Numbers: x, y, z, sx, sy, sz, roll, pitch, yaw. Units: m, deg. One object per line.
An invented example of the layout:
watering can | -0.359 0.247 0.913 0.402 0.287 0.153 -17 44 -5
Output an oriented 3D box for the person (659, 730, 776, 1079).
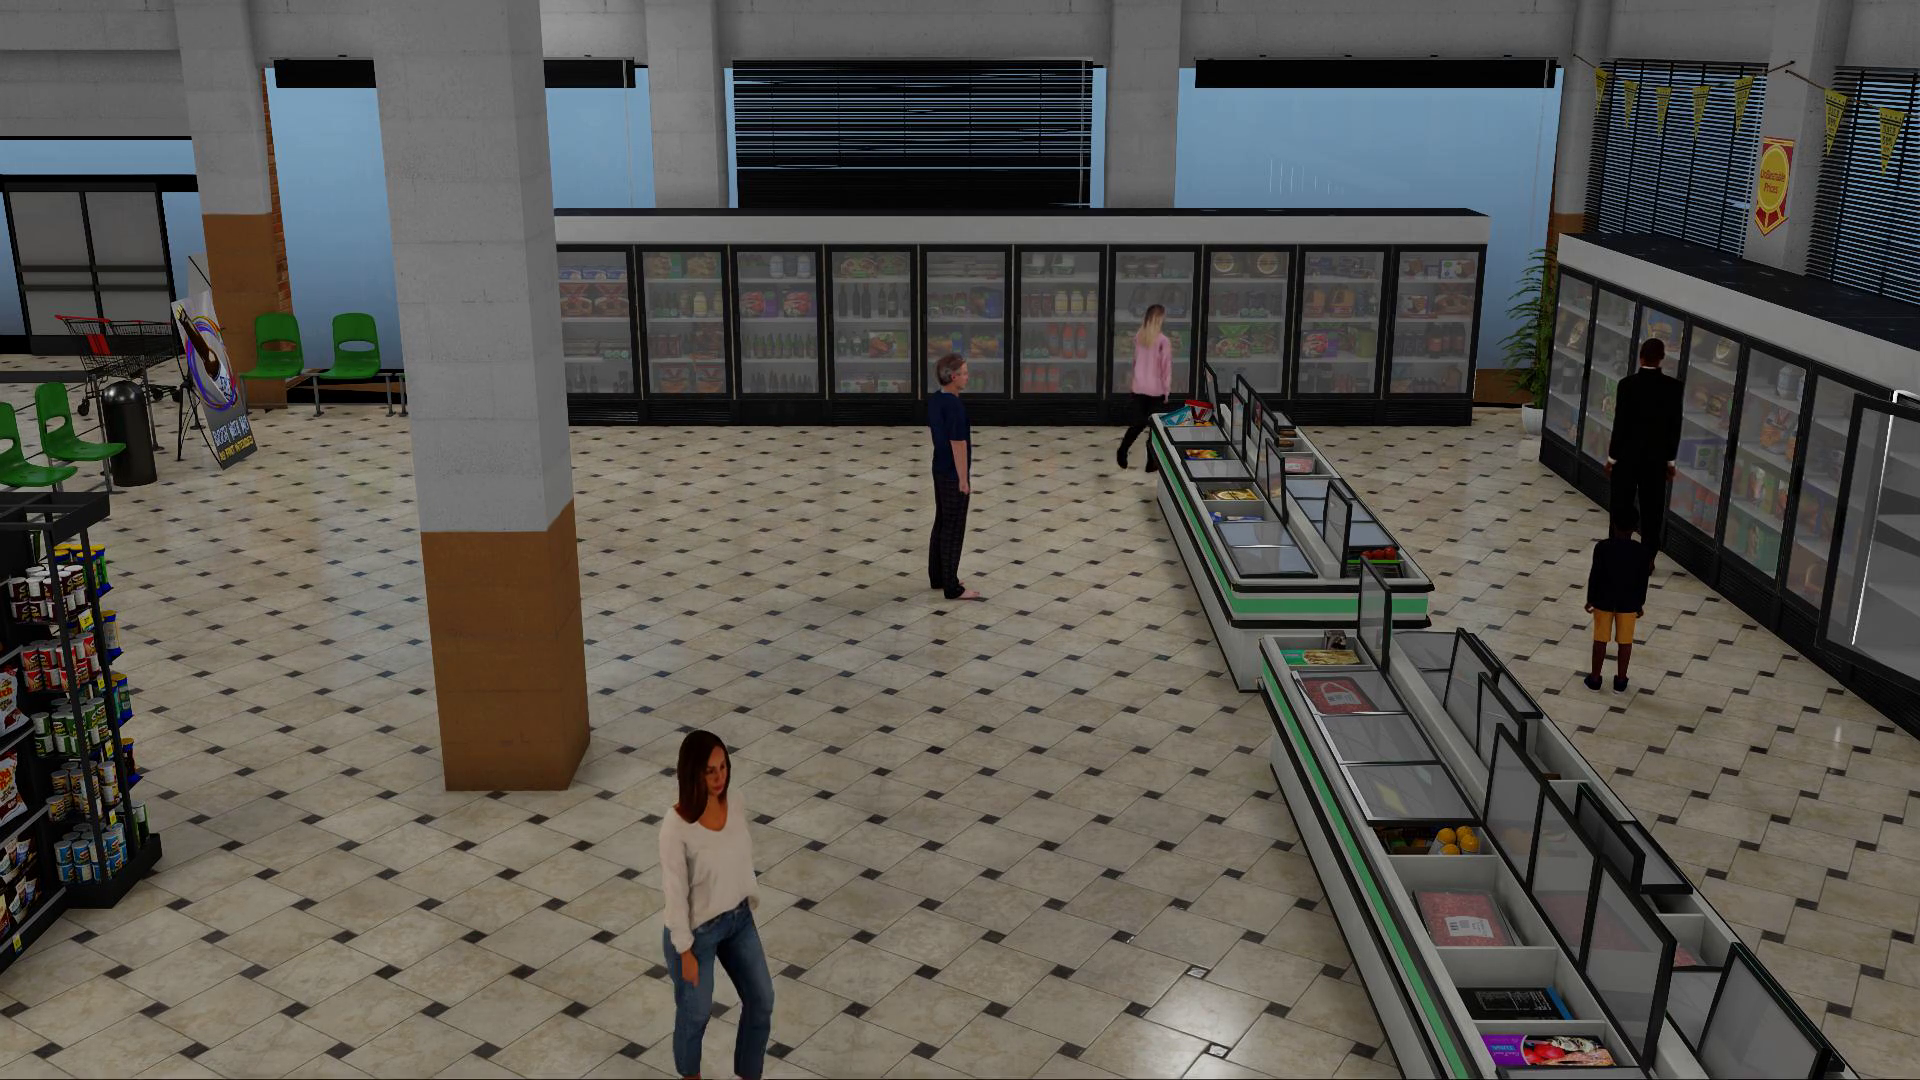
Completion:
person | -1.032 1.498 6.491 0.878 1.666 0.817 13 21 37

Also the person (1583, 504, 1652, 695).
person | 4.283 0.380 10.857 0.571 1.270 0.586 4 17 13

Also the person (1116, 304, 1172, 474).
person | 1.788 -1.447 16.183 0.908 1.671 0.975 15 23 41

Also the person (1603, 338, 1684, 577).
person | 5.399 -0.655 13.177 0.733 1.902 0.663 3 17 9

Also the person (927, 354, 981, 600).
person | -0.072 -0.490 12.692 0.784 1.869 0.610 -6 18 -19
